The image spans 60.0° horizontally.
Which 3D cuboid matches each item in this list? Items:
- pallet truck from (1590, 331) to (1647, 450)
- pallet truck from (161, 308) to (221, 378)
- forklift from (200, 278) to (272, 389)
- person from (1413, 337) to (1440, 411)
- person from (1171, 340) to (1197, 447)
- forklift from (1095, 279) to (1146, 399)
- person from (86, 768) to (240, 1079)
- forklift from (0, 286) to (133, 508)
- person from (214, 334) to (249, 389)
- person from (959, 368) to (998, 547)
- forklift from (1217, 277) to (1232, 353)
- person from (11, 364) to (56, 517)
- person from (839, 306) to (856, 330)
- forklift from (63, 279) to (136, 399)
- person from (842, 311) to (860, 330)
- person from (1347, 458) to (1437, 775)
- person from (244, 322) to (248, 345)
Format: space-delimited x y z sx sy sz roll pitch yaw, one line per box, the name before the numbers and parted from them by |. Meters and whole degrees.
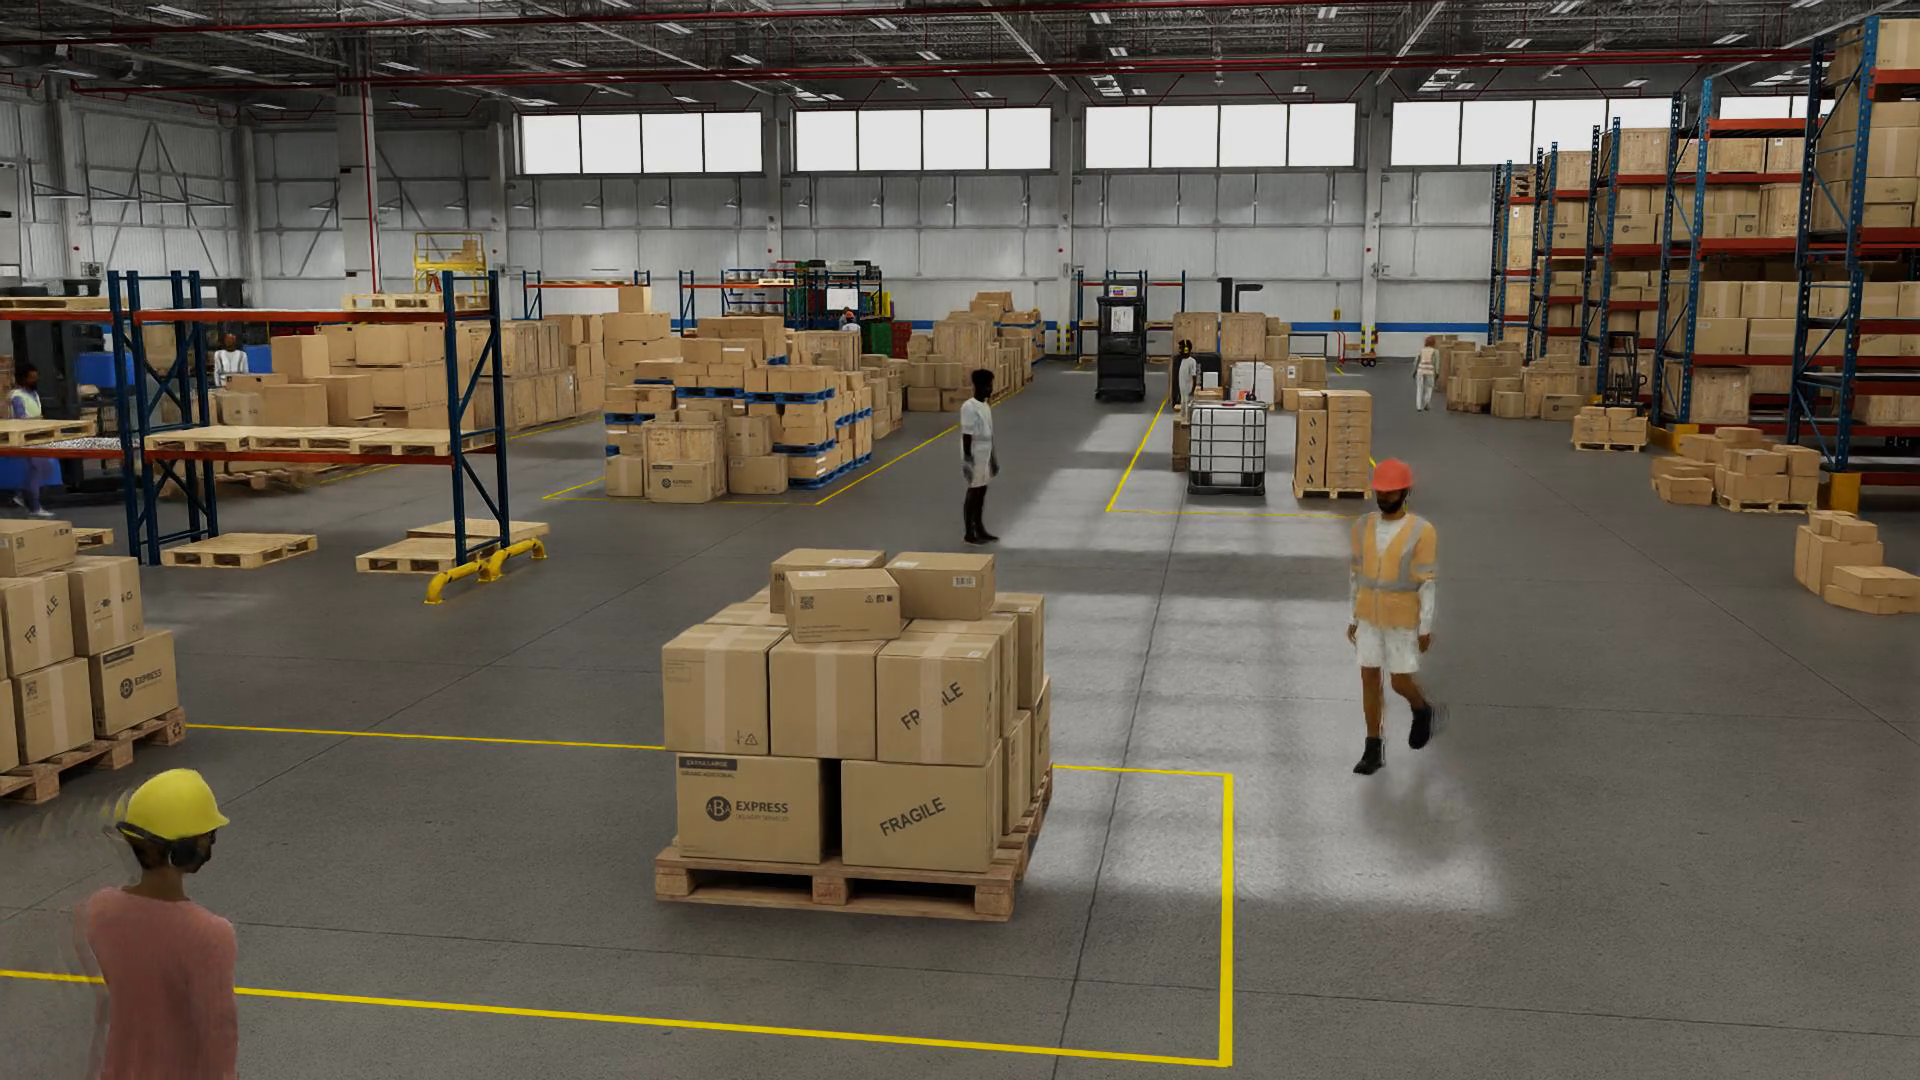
pallet truck | 11.253 -2.573 28.499 0.823 1.965 1.885 5 10 27
pallet truck | -21.869 -5.598 47.154 0.823 1.965 1.885 4 10 26
forklift | -18.554 -5.321 42.731 1.873 2.768 1.129 -3 10 -17
person | 10.096 -3.592 36.007 0.588 1.586 0.815 6 11 32
person | 3.841 -2.472 28.291 0.330 1.865 0.518 -3 10 -16
forklift | 3.852 -4.801 39.524 1.129 2.768 1.873 1 9 8
person | -2.046 1.451 4.512 0.528 1.733 0.845 3 10 20
forklift | -11.865 -1.850 21.324 1.873 2.768 1.129 -8 12 -39
person | -13.392 -2.847 30.582 0.617 1.865 0.494 -3 10 -17
person | 0.206 -0.924 18.430 0.380 1.964 0.638 4 10 21
forklift | 7.709 -6.237 48.381 1.873 2.768 1.129 1 9 9
person | -11.398 -1.215 20.420 0.448 1.899 0.613 -2 9 -11
person | -3.471 -6.244 51.357 0.631 1.931 0.370 -8 12 -41
forklift | -20.561 -4.745 39.179 1.873 2.768 1.129 1 9 9
person | -2.969 -5.229 45.112 0.542 1.928 0.399 -6 11 -35
person | 2.643 0.444 10.105 0.543 1.925 0.632 8 12 41
person | -19.970 -5.260 46.200 0.516 1.635 0.312 5 10 26
